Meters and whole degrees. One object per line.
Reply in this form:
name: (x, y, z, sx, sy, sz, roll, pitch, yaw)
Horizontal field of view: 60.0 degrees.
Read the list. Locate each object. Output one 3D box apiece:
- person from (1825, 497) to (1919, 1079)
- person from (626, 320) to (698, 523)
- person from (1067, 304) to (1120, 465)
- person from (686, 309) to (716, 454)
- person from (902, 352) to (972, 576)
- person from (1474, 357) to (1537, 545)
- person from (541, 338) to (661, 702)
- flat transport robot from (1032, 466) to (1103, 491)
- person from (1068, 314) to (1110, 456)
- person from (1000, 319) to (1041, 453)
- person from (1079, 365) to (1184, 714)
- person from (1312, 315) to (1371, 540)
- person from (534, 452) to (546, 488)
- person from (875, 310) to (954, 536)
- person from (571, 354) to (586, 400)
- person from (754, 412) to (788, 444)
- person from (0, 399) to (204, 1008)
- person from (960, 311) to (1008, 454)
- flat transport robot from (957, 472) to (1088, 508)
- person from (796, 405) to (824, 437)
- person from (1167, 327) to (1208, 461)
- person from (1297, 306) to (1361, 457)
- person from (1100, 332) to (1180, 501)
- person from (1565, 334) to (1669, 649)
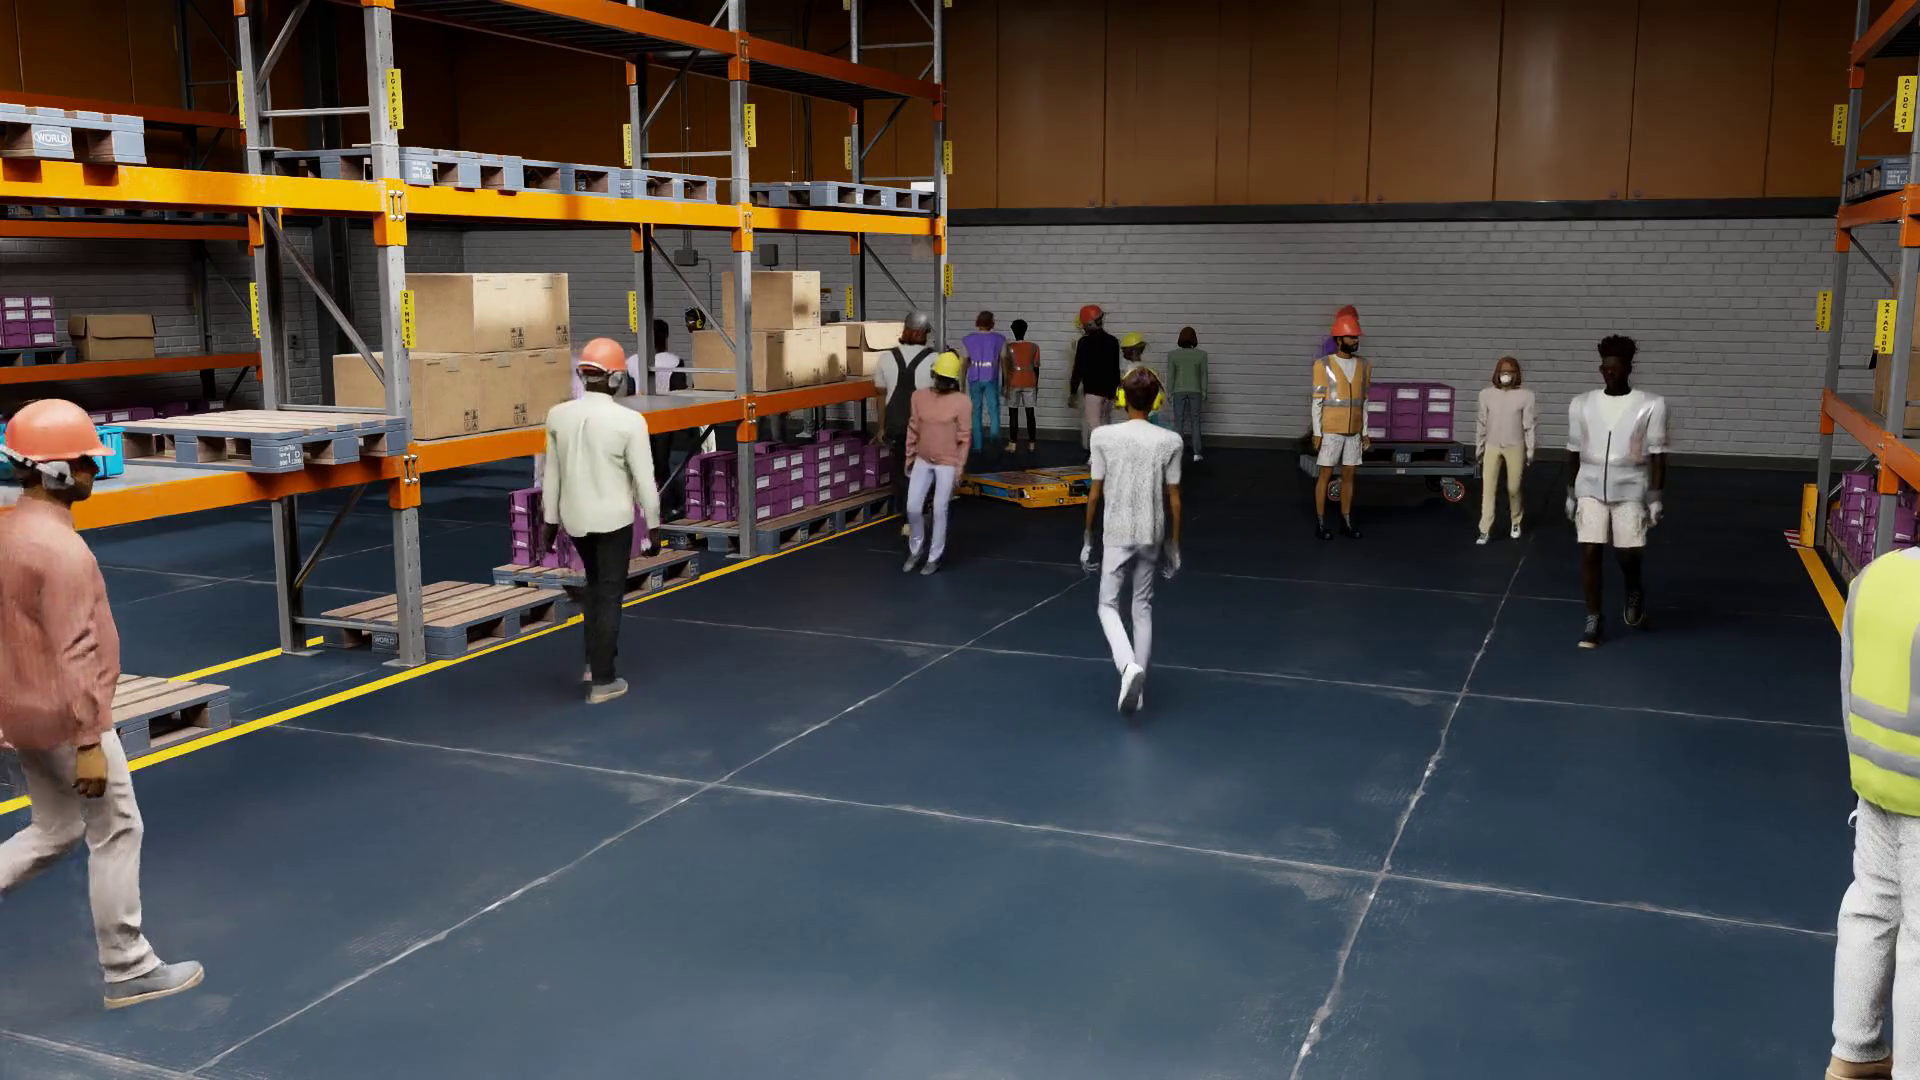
person: (2.678, 0.706, 4.567, 0.429, 1.841, 0.633, -1, 9, -3)
person: (-2.752, -1.103, 15.459, 0.601, 1.864, 1.020, 4, 10, 24)
person: (1.583, -1.641, 18.488, 0.843, 1.954, 0.615, 9, 13, 42)
person: (-3.061, -1.788, 19.630, 0.316, 1.861, 0.514, -4, 10, -23)
person: (-0.176, -0.569, 12.633, 0.578, 1.720, 0.426, 4, 10, 22)
person: (4.690, -0.781, 14.310, 0.516, 1.602, 0.768, 5, 11, 29)
person: (-1.925, -0.117, 9.133, 0.659, 1.974, 0.584, 3, 10, 20)
flat transport robot: (1.349, -0.649, 17.526, 1.431, 0.197, 0.652, -6, 11, -31)
person: (1.664, -1.913, 20.634, 0.641, 1.785, 0.452, 3, 10, 15)
person: (0.765, -1.948, 21.114, 0.531, 1.688, 0.320, -3, 10, -16)
person: (0.903, 0.020, 8.699, 0.540, 1.850, 0.614, -1, 9, -6)
person: (3.311, -0.968, 14.405, 0.551, 1.940, 0.351, -3, 10, -16)
person: (-4.182, -1.432, 17.378, 0.663, 1.884, 0.649, -3, 10, -17)
person: (-0.366, -1.067, 14.706, 0.699, 2.000, 1.043, 3, 10, 20)
person: (-3.673, -1.087, 15.297, 0.676, 1.888, 0.488, 6, 11, 34)
person: (-2.070, -1.472, 17.545, 0.609, 1.907, 0.653, 6, 11, 31)
person: (-2.861, 0.552, 5.128, 0.623, 1.969, 0.790, 9, 13, 44)
person: (0.304, -1.950, 20.772, 0.609, 1.811, 0.680, -1, 9, -3)
flat transport robot: (0.612, -0.523, 16.759, 0.652, 0.197, 1.431, -6, 11, -31)
person: (-2.086, -2.288, 23.003, 0.288, 1.746, 0.487, 7, 12, 36)
person: (2.759, -1.771, 20.204, 0.499, 1.633, 0.279, 2, 10, 10)
person: (4.487, -1.860, 19.979, 0.905, 1.901, 0.543, 7, 11, 35)
person: (1.844, -1.241, 16.802, 0.902, 1.702, 0.530, 7, 11, 34)
person: (4.095, -0.311, 10.384, 0.619, 1.946, 0.613, 6, 11, 34)
